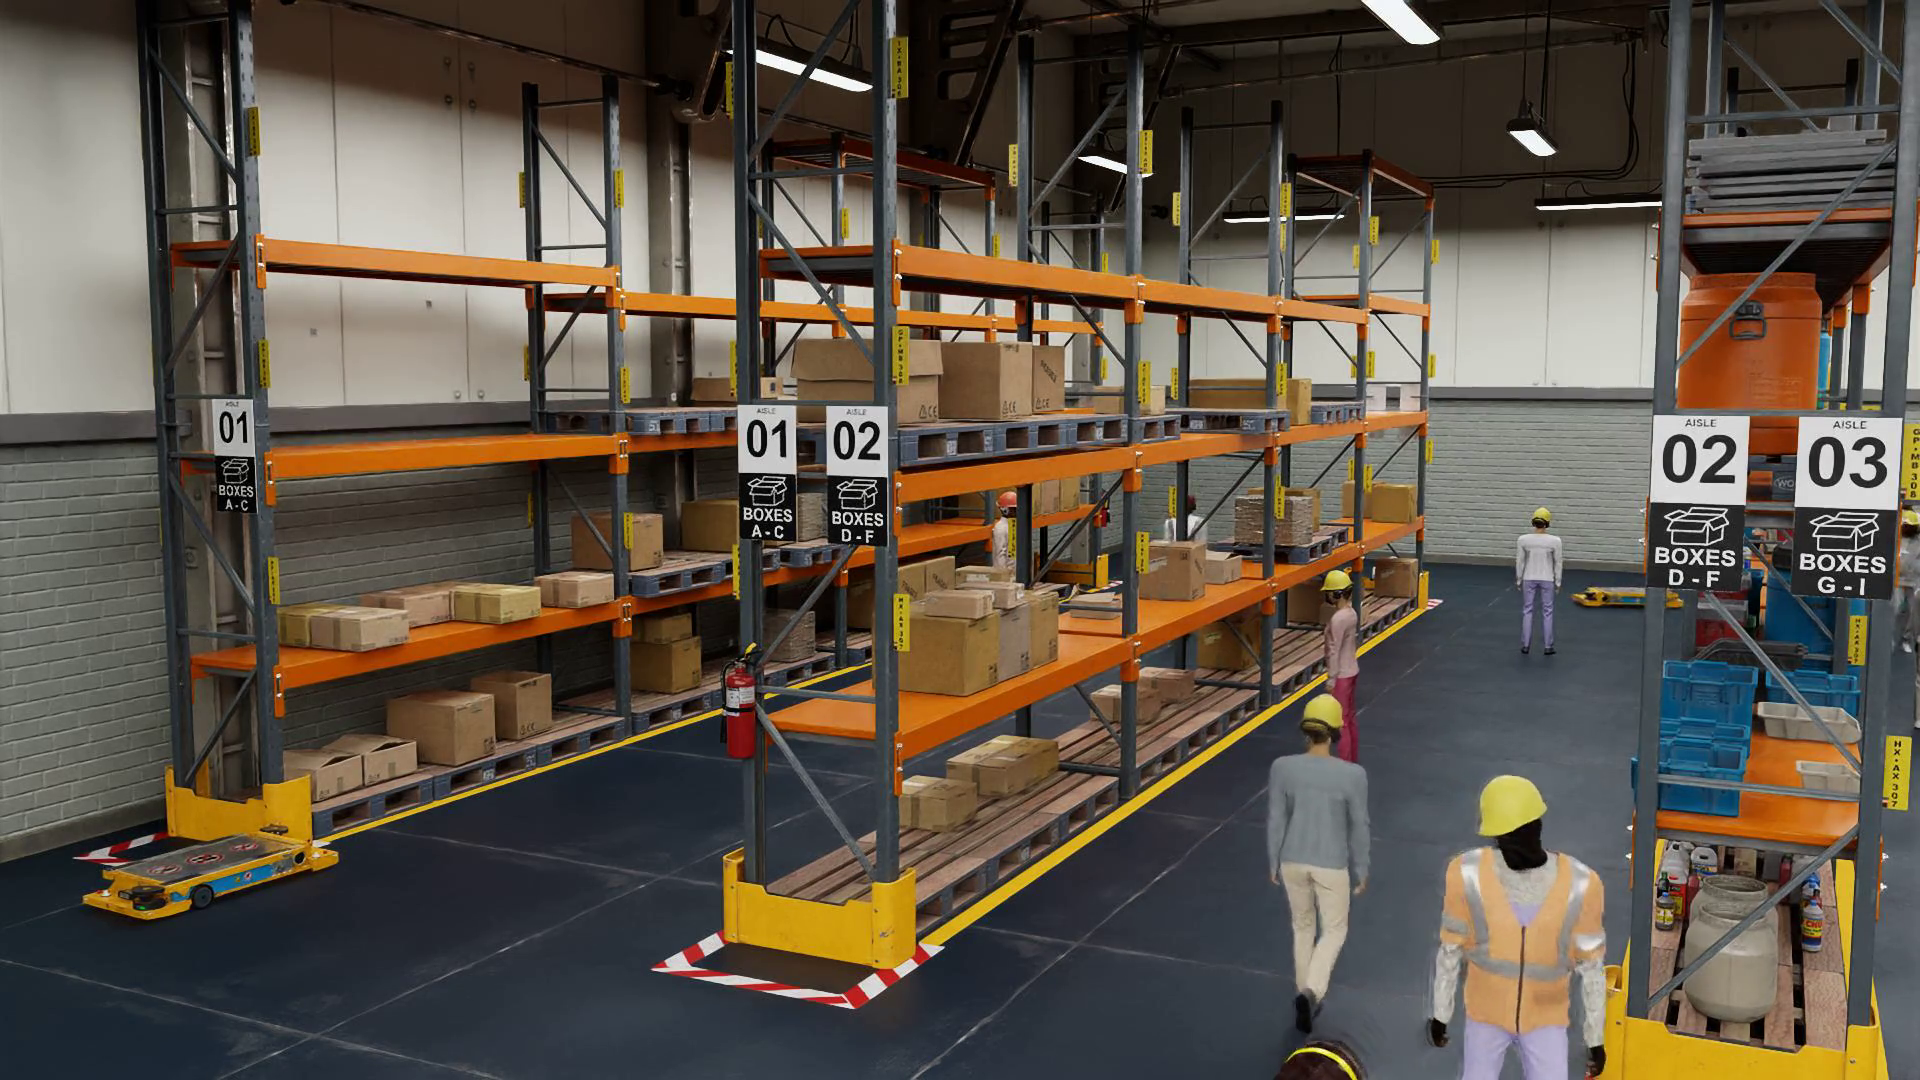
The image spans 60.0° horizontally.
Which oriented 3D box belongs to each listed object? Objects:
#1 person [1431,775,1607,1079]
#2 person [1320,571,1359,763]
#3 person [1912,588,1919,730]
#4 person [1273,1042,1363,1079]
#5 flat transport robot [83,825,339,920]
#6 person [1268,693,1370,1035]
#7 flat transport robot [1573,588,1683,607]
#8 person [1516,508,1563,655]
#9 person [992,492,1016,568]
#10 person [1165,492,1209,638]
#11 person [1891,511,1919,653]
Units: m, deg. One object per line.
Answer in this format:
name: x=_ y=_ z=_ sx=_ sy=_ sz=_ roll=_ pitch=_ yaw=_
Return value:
person: x=2.175 y=1.826 z=6.476 sx=0.647 sy=1.892 sz=0.714 roll=2 pitch=6 yaw=15
person: x=3.146 y=1.132 z=13.845 sx=0.333 sy=1.761 sz=0.525 roll=3 pitch=7 yaw=26
person: x=9.227 y=1.001 z=15.676 sx=0.310 sy=1.642 sz=0.514 roll=-3 pitch=7 yaw=-28
person: x=0.853 y=2.119 z=3.949 sx=0.516 sy=1.828 sz=0.946 roll=2 pitch=6 yaw=22
flat transport robot: x=-4.896 y=2.166 z=10.937 sx=0.652 sy=0.197 sz=1.431 roll=3 pitch=7 yaw=30
person: x=1.817 y=1.678 z=8.578 sx=0.536 sy=1.746 sz=0.642 roll=3 pitch=7 yaw=28
flat transport robot: x=9.679 y=0.820 z=24.029 sx=1.431 sy=0.197 sz=0.652 roll=0 pitch=6 yaw=4
person: x=6.963 y=0.494 z=20.005 sx=0.532 sy=1.767 sz=0.328 roll=3 pitch=6 yaw=25
person: x=0.567 y=0.423 z=19.592 sx=0.382 sy=1.993 sz=0.622 roll=1 pitch=6 yaw=13
person: x=2.880 y=0.329 z=21.089 sx=0.607 sy=1.871 sz=0.415 roll=3 pitch=7 yaw=26
person: x=11.418 y=0.515 z=20.033 sx=0.492 sy=1.727 sz=0.515 roll=2 pitch=6 yaw=15
